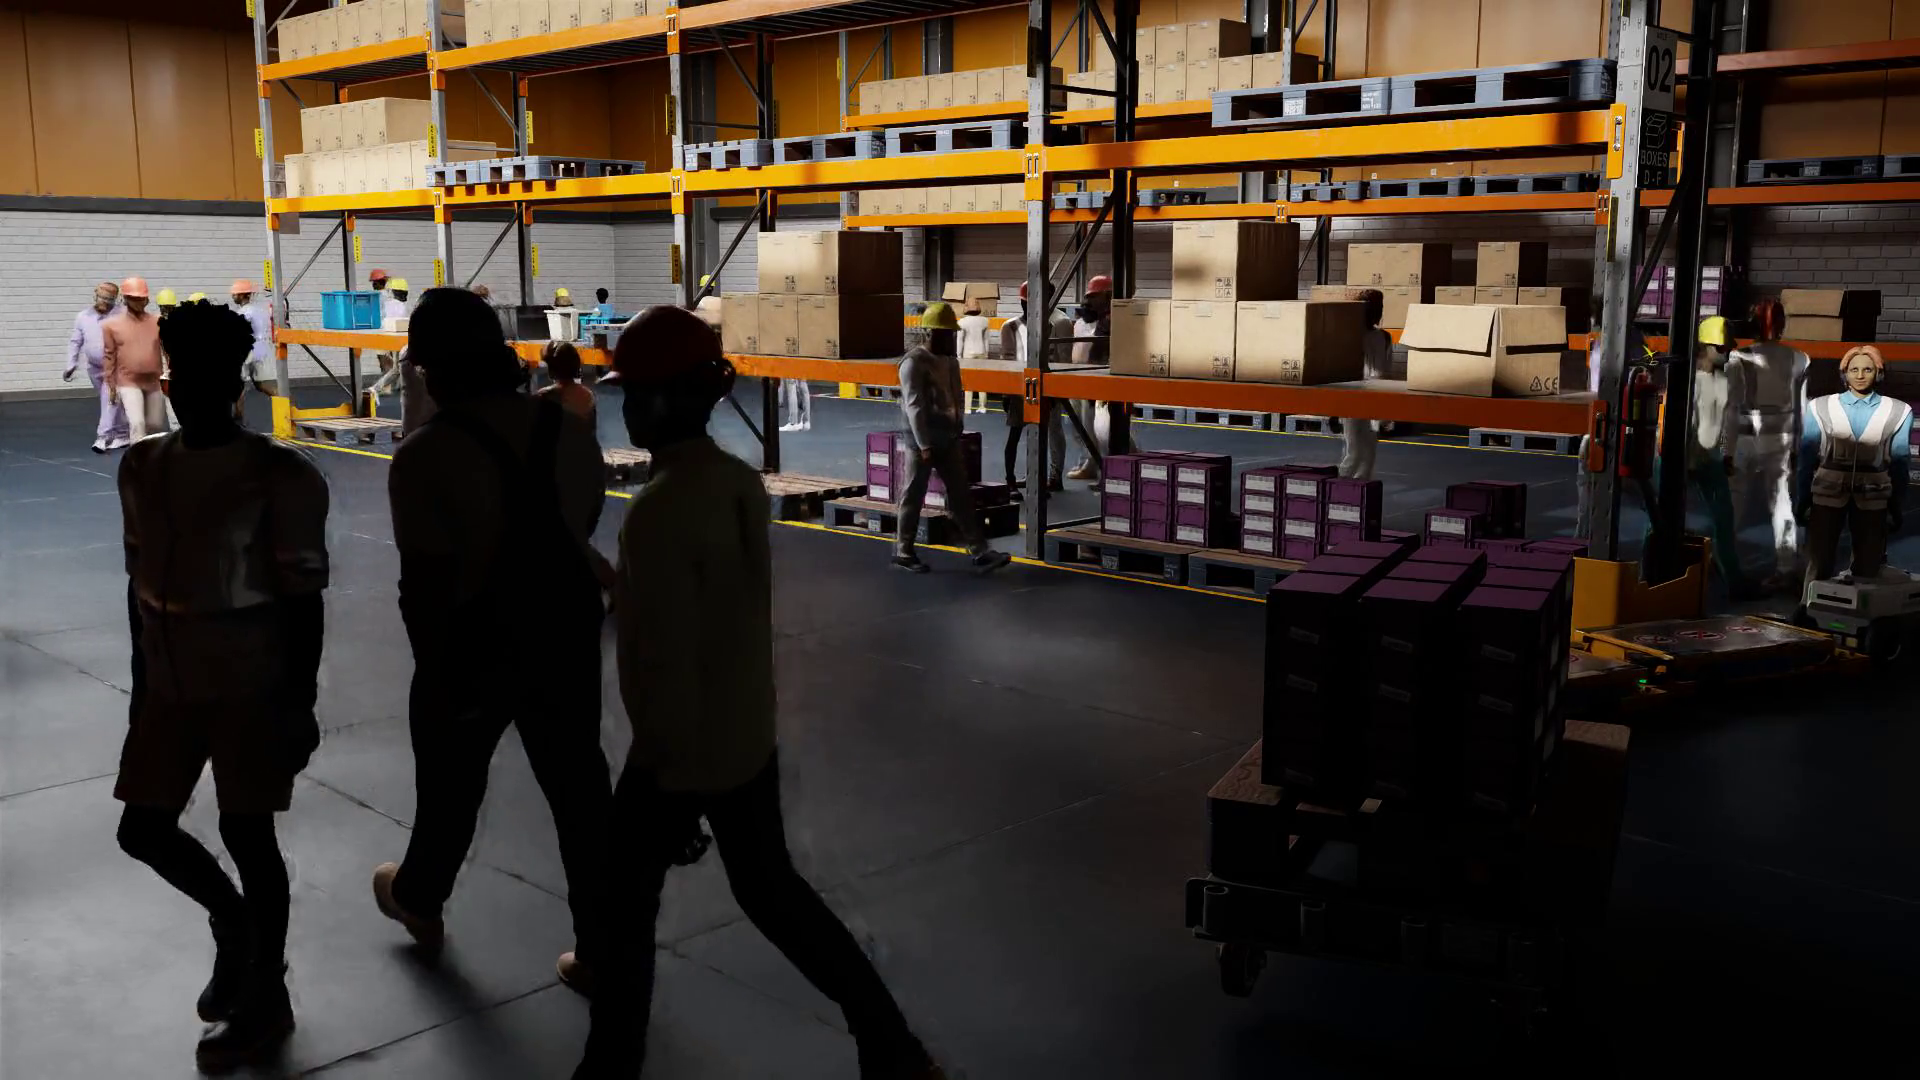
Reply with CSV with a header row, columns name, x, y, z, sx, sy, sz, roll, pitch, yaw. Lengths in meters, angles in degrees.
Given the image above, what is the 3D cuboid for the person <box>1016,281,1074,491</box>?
name,x,y,z,sx,sy,sz,roll,pitch,yaw
person,0.762,-1.415,15.204,0.372,1.940,0.631,-8,12,-40

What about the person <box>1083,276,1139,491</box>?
name,x,y,z,sx,sy,sz,roll,pitch,yaw
person,1.410,-1.378,14.930,0.614,1.962,0.672,-1,9,-4

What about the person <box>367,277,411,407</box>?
name,x,y,z,sx,sy,sz,roll,pitch,yaw
person,-8.199,-2.854,24.143,0.781,1.905,0.590,-7,12,-37

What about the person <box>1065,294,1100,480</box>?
name,x,y,z,sx,sy,sz,roll,pitch,yaw
person,1.246,-1.461,15.910,0.432,1.823,0.662,-4,10,-21

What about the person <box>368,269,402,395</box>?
name,x,y,z,sx,sy,sz,roll,pitch,yaw
person,-9.249,-3.330,26.684,0.467,2.029,0.606,2,10,14

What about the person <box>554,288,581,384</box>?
name,x,y,z,sx,sy,sz,roll,pitch,yaw
person,-5.920,-2.901,24.936,0.484,1.736,0.306,-6,11,-31

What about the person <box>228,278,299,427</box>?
name,x,y,z,sx,sy,sz,roll,pitch,yaw
person,-8.916,-2.345,21.018,0.887,1.915,0.549,0,9,-1

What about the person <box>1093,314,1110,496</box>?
name,x,y,z,sx,sy,sz,roll,pitch,yaw
person,1.368,-1.192,14.860,0.427,1.632,0.509,0,9,0

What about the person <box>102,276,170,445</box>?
name,x,y,z,sx,sy,sz,roll,pitch,yaw
person,-7.725,-1.503,15.694,0.622,1.966,0.925,-7,11,-35

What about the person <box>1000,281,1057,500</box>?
name,x,y,z,sx,sy,sz,roll,pitch,yaw
person,0.617,-1.318,14.614,0.550,1.933,0.370,-5,11,-29

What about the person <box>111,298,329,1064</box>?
name,x,y,z,sx,sy,sz,roll,pitch,yaw
person,-1.910,0.365,4.256,0.641,1.943,0.417,3,10,18

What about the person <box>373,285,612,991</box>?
name,x,y,z,sx,sy,sz,roll,pitch,yaw
person,-1.329,0.246,4.703,1.069,2.000,0.689,9,13,44

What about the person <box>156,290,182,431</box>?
name,x,y,z,sx,sy,sz,roll,pitch,yaw
person,-9.254,-2.042,19.573,0.601,1.782,0.960,-7,12,-38

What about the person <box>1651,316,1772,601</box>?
name,x,y,z,sx,sy,sz,roll,pitch,yaw
person,4.517,-0.469,10.031,0.536,1.726,0.844,-5,11,-28

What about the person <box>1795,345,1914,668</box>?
name,x,y,z,sx,sy,sz,roll,pitch,yaw
person,4.543,-0.172,8.496,0.510,1.640,0.303,4,10,25

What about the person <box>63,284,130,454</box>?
name,x,y,z,sx,sy,sz,roll,pitch,yaw
person,-9.414,-1.878,18.297,0.665,1.845,0.962,1,9,4

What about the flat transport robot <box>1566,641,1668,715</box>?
name,x,y,z,sx,sy,sz,roll,pitch,yaw
flat transport robot,2.449,0.664,7.555,1.431,0.197,0.652,-5,10,-26

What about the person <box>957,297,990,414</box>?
name,x,y,z,sx,sy,sz,roll,pitch,yaw
person,0.184,-2.572,23.262,0.493,1.625,0.281,-4,10,-22

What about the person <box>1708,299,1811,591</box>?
name,x,y,z,sx,sy,sz,roll,pitch,yaw
person,5.116,-0.611,10.601,0.594,1.835,0.985,0,9,-3

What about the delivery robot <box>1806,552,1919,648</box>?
name,x,y,z,sx,sy,sz,roll,pitch,yaw
delivery robot,4.740,0.299,8.633,0.707,0.478,0.477,-6,11,-31

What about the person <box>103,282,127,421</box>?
name,x,y,z,sx,sy,sz,roll,pitch,yaw
person,-11.221,-2.494,22.099,0.350,1.847,0.506,-4,10,-23

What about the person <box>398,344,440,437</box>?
name,x,y,z,sx,sy,sz,roll,pitch,yaw
person,-3.242,-0.618,10.457,0.645,1.892,0.443,-9,13,-43

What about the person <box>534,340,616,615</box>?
name,x,y,z,sx,sy,sz,roll,pitch,yaw
person,-2.258,-0.362,9.739,0.752,1.611,0.514,3,10,19

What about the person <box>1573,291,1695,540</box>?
name,x,y,z,sx,sy,sz,roll,pitch,yaw
person,4.539,-0.756,11.313,0.655,1.905,0.892,-9,13,-43

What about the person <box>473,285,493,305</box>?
name,x,y,z,sx,sy,sz,roll,pitch,yaw
person,-6.457,-2.498,22.281,0.735,1.814,0.531,-5,11,-30

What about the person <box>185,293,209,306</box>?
name,x,y,z,sx,sy,sz,roll,pitch,yaw
person,-8.510,-1.886,18.654,0.342,1.760,0.533,-4,10,-24

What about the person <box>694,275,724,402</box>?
name,x,y,z,sx,sy,sz,roll,pitch,yaw
person,-3.793,-3.028,25.123,0.594,1.926,0.366,-7,11,-36

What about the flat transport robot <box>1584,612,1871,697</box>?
name,x,y,z,sx,sy,sz,roll,pitch,yaw
flat transport robot,3.713,0.553,8.231,1.431,0.197,0.652,-4,10,-22

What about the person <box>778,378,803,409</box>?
name,x,y,z,sx,sy,sz,roll,pitch,yaw
person,-2.472,-2.759,24.079,0.533,1.739,0.811,-5,10,-27

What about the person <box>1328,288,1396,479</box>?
name,x,y,z,sx,sy,sz,roll,pitch,yaw
person,3.138,-1.015,12.942,0.593,1.871,0.383,-5,10,-28

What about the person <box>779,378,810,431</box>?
name,x,y,z,sx,sy,sz,roll,pitch,yaw
person,-2.088,-2.282,20.753,0.337,1.864,0.513,8,12,41

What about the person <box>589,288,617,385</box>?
name,x,y,z,sx,sy,sz,roll,pitch,yaw
person,-6.219,-3.547,29.038,0.530,1.689,0.321,-7,12,-38

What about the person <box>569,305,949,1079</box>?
name,x,y,z,sx,sy,sz,roll,pitch,yaw
person,-0.514,0.446,3.775,0.992,1.955,0.617,3,10,17

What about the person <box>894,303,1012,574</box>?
name,x,y,z,sx,sy,sz,roll,pitch,yaw
person,-0.089,-0.640,10.888,0.870,1.793,0.601,8,12,39
